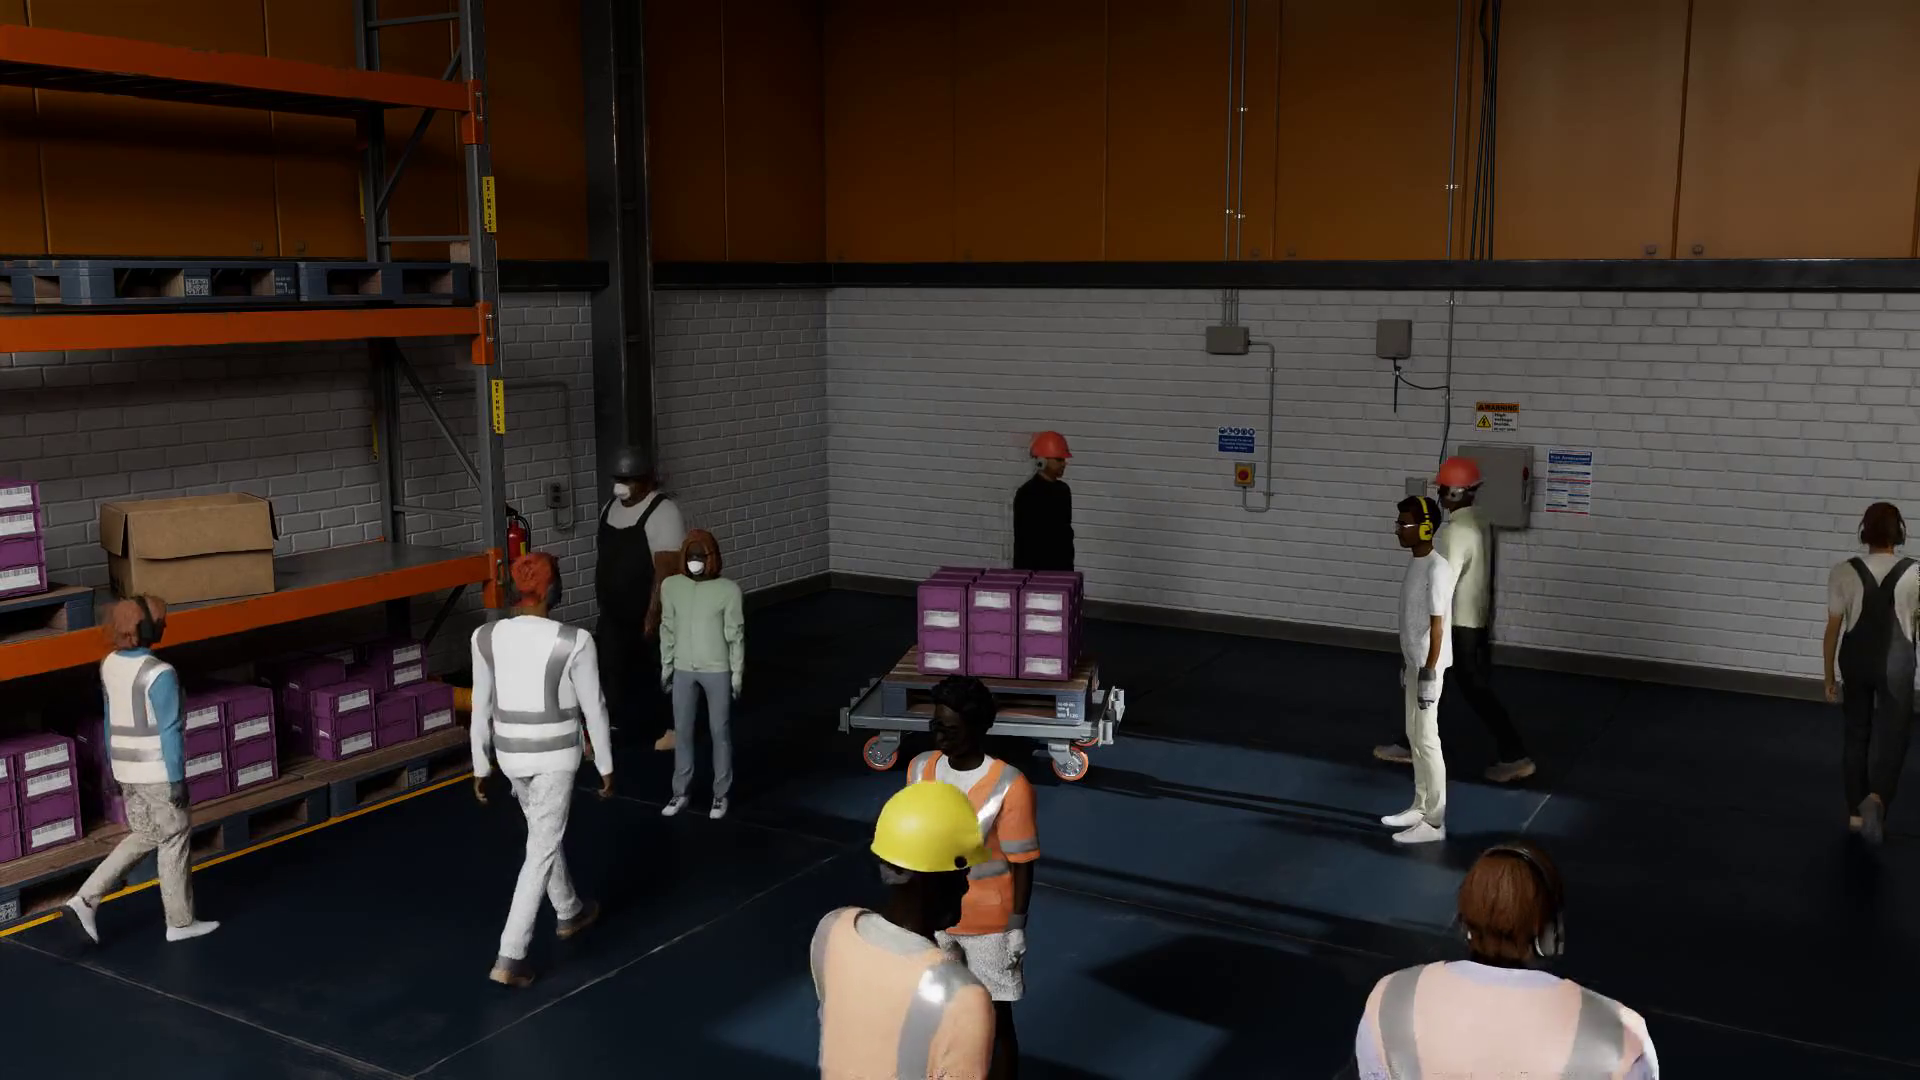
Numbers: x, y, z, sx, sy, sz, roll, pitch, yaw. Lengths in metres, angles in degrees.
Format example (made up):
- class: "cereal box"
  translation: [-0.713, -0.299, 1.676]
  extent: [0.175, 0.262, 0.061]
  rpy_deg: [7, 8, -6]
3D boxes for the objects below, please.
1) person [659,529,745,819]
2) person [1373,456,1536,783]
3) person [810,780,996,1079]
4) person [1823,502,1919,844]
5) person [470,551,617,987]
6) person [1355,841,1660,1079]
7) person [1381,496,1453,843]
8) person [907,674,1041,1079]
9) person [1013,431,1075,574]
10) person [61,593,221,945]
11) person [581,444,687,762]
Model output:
- class: "person"
  translation: [-1.438, 0.742, 9.266]
  extent: [0.508, 1.631, 0.288]
  rpy_deg: [2, 9, 15]
- class: "person"
  translation: [3.035, 0.468, 9.989]
  extent: [1.003, 1.954, 0.628]
  rpy_deg: [6, 11, 31]
- class: "person"
  translation: [-0.156, 1.479, 3.800]
  extent: [0.591, 1.905, 0.792]
  rpy_deg: [9, 13, 44]
- class: "person"
  translation: [4.869, 0.714, 8.837]
  extent: [0.536, 1.830, 0.668]
  rpy_deg: [6, 11, 34]
- class: "person"
  translation: [-1.837, 0.965, 7.232]
  extent: [0.596, 1.845, 0.979]
  rpy_deg: [2, 9, 15]
- class: "person"
  translation: [1.161, 1.552, 3.590]
  extent: [0.652, 1.829, 0.478]
  rpy_deg: [6, 11, 33]
- class: "person"
  translation: [2.463, 0.687, 8.911]
  extent: [0.323, 1.862, 0.510]
  rpy_deg: [0, 9, 0]
- class: "person"
  translation: [0.017, 1.282, 5.682]
  extent: [0.540, 1.697, 0.317]
  rpy_deg: [6, 11, 34]
- class: "person"
  translation: [0.546, 0.202, 11.637]
  extent: [0.914, 1.966, 0.625]
  rpy_deg: [6, 11, 33]
- class: "person"
  translation: [-3.657, 1.048, 7.385]
  extent: [0.519, 1.625, 0.568]
  rpy_deg: [7, 11, 35]
- class: "person"
  translation: [-2.044, 0.368, 10.324]
  extent: [0.690, 2.000, 0.991]
  rpy_deg: [5, 10, 29]
